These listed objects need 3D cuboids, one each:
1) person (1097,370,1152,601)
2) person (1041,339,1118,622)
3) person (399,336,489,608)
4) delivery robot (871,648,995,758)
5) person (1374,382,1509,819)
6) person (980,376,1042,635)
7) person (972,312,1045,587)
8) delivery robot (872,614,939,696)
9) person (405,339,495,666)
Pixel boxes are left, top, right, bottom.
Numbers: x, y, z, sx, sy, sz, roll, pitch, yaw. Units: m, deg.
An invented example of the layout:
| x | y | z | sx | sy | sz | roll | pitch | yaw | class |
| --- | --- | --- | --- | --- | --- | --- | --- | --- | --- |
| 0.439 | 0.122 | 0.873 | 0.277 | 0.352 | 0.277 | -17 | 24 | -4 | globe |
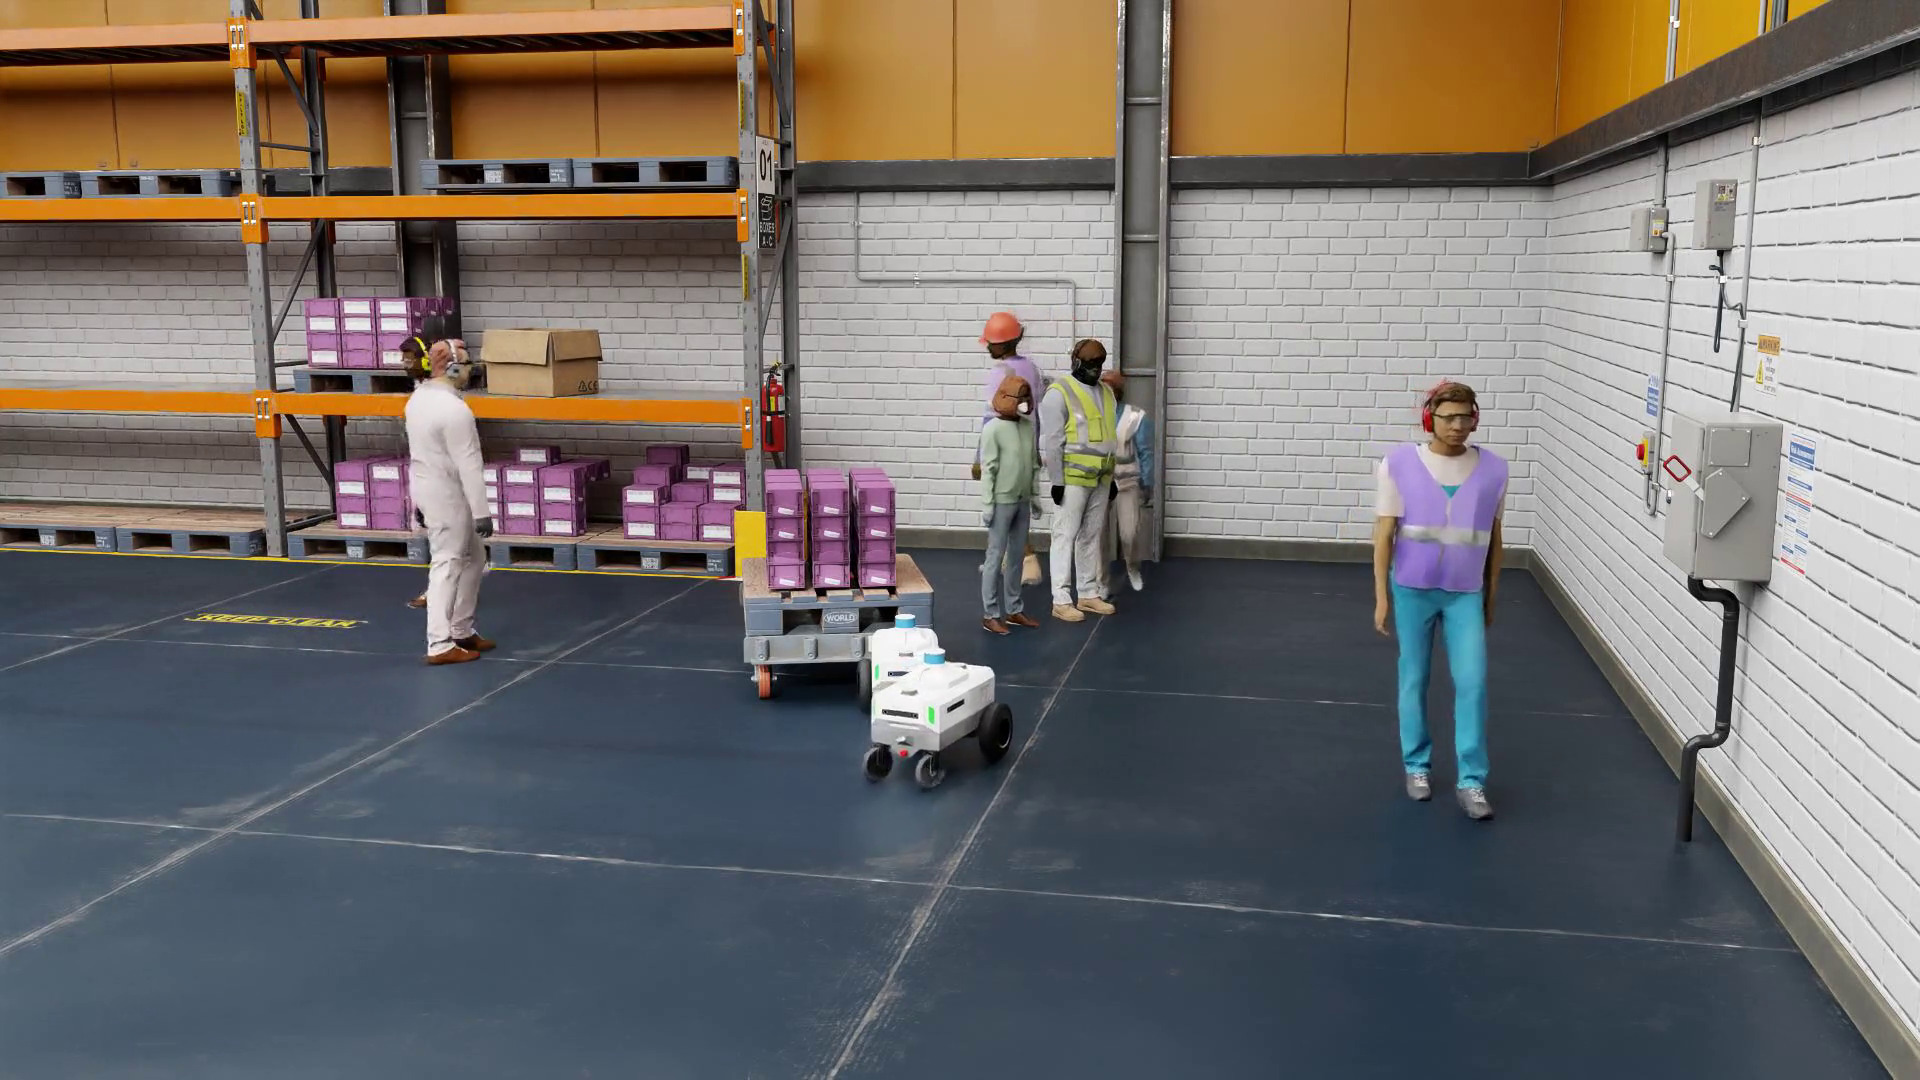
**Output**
| x | y | z | sx | sy | sz | roll | pitch | yaw | class |
| --- | --- | --- | --- | --- | --- | --- | --- | --- | --- |
| 1.054 | -0.376 | 11.467 | 0.544 | 1.611 | 0.489 | 2 | 10 | 14 | person |
| 0.817 | -0.396 | 10.916 | 0.430 | 1.838 | 0.619 | 9 | 13 | 44 | person |
| -3.524 | -0.463 | 11.268 | 0.495 | 1.847 | 0.579 | -7 | 12 | -38 | person |
| -0.117 | 0.742 | 7.623 | 0.477 | 0.478 | 0.707 | 4 | 10 | 25 | delivery robot |
| 2.037 | 0.257 | 7.015 | 0.582 | 1.823 | 0.699 | 1 | 9 | 4 | person |
| 0.320 | -0.224 | 10.501 | 0.269 | 1.627 | 0.498 | 8 | 12 | 40 | person |
| 0.368 | -0.651 | 12.042 | 0.716 | 1.989 | 0.654 | 6 | 11 | 31 | person |
| -0.274 | 0.618 | 8.368 | 0.477 | 0.478 | 0.707 | 0 | 9 | -3 | delivery robot |
| -2.880 | -0.219 | 9.667 | 0.613 | 1.886 | 0.680 | -7 | 12 | -35 | person |
